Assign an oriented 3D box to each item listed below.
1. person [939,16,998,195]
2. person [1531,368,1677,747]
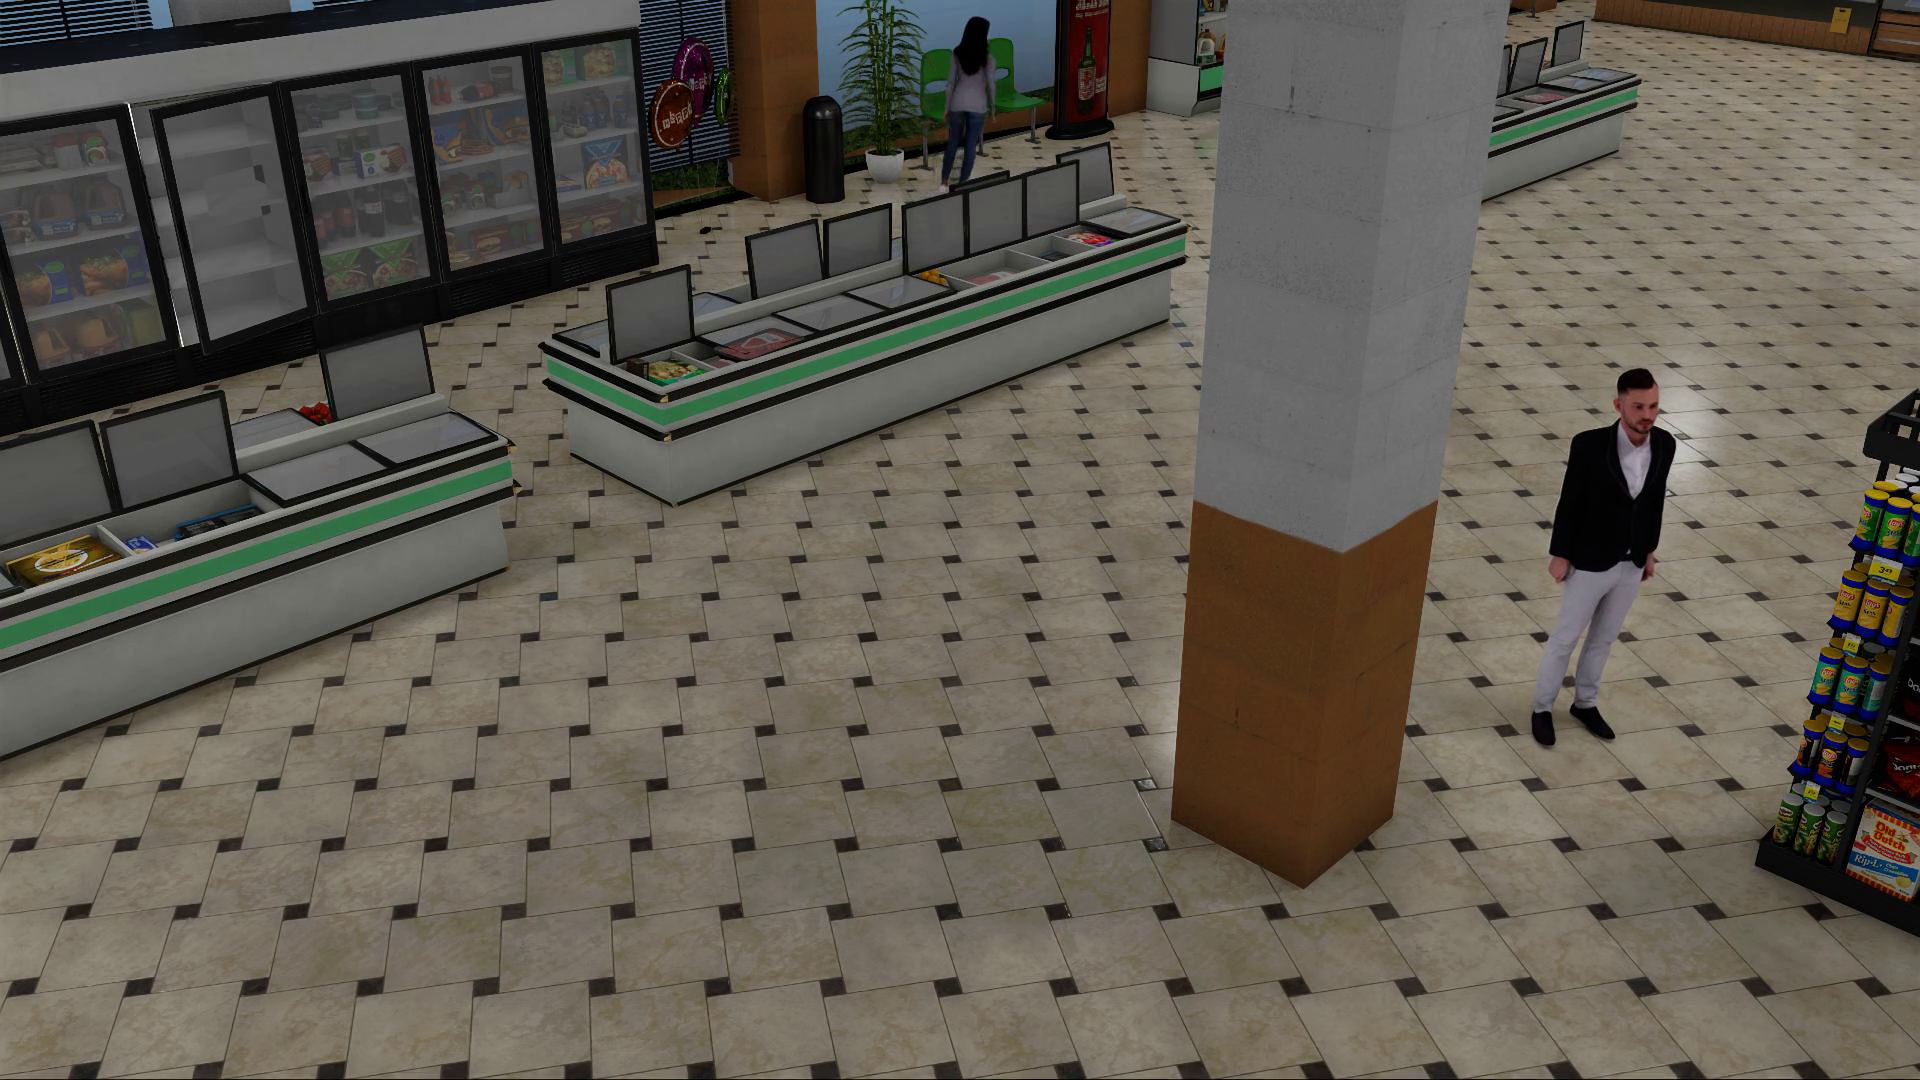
[{"bbox_3d":[0.048,-4.095,15.920,0.789,1.704,0.796,1,27,2],"label":"person"},{"bbox_3d":[2.924,0.074,7.545,0.691,1.843,0.791,-4,27,-8],"label":"person"}]
